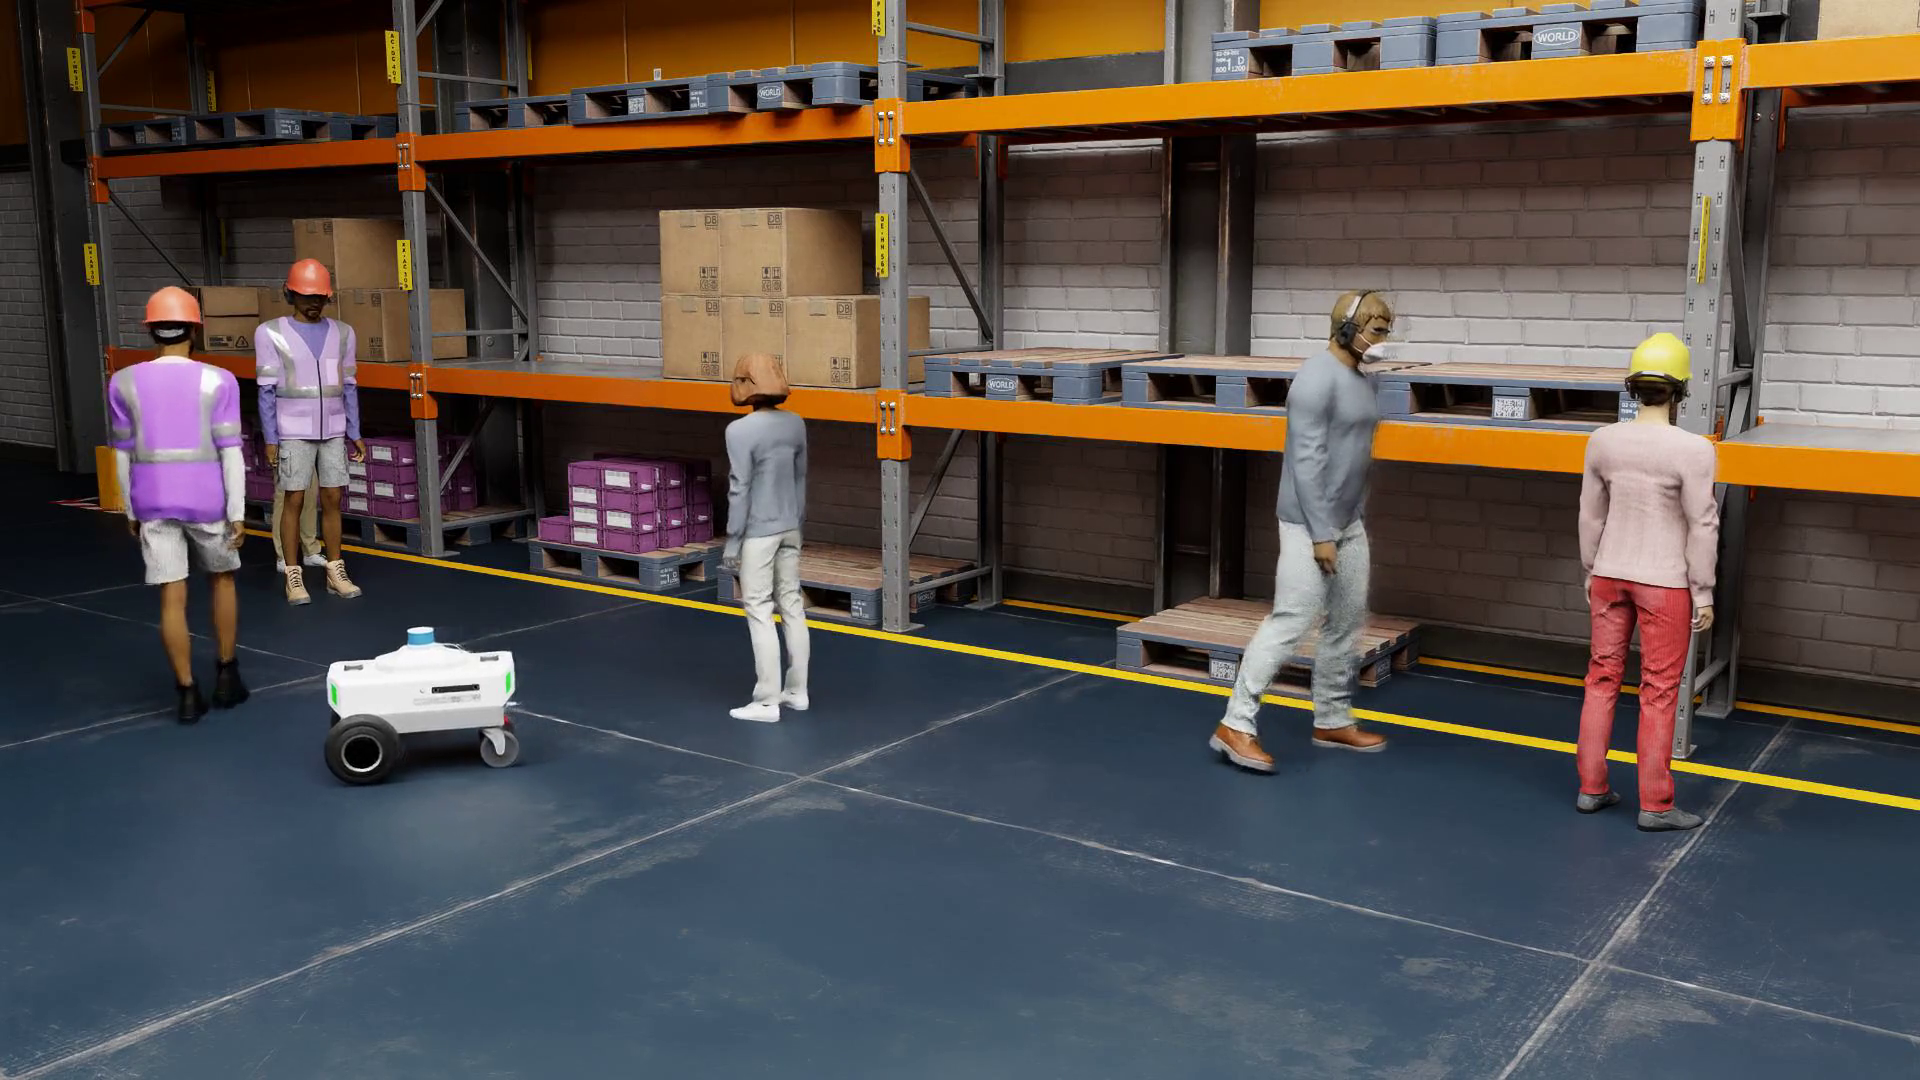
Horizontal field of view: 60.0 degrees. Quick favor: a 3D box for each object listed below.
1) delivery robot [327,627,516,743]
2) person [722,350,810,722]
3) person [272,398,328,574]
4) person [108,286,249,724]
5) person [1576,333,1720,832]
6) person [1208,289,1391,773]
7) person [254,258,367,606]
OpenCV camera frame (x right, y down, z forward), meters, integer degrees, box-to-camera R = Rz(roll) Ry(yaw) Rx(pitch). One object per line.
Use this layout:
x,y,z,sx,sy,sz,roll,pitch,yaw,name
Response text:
-2.143,0.592,6.650,0.707,0.478,0.477,-3,10,-17,delivery robot
-0.856,-0.017,7.348,0.266,1.632,0.507,6,11,33,person
-4.313,-0.598,10.837,0.277,1.628,0.500,5,11,26,person
-3.451,-0.161,7.409,0.544,1.908,0.661,-3,10,-16,person
2.452,0.153,5.938,0.302,1.771,0.531,-6,11,-33,person
1.398,-0.039,6.669,0.559,1.913,0.832,7,12,34,person
-3.824,-0.637,9.857,0.605,2.034,0.391,-9,13,-43,person
